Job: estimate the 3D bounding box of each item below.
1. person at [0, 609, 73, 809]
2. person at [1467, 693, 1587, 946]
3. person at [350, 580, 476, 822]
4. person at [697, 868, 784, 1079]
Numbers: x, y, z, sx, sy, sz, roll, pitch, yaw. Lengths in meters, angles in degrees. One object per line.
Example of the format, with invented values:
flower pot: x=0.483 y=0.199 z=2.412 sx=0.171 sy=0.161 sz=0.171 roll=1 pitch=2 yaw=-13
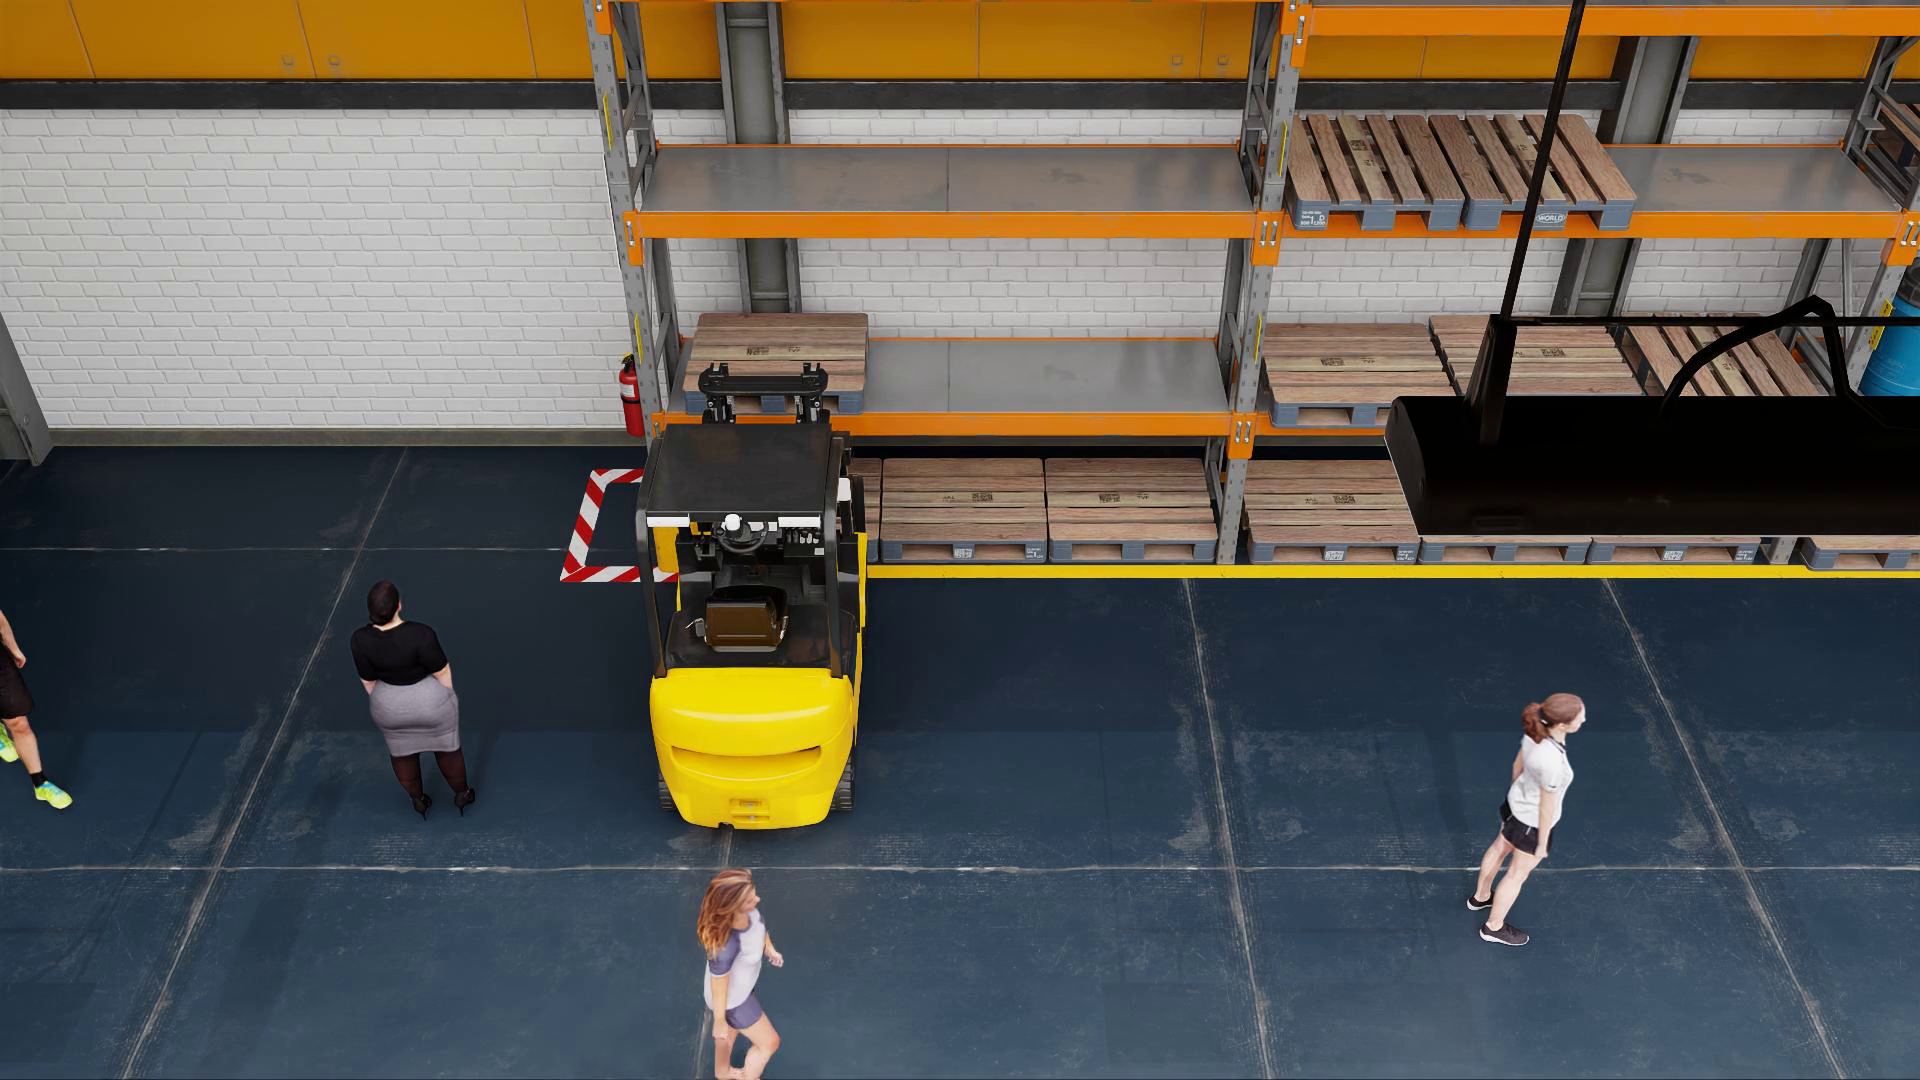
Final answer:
person: x=-5.844 y=0.745 z=9.826 sx=1.281 sy=1.844 sz=1.141 roll=26 pitch=45 yaw=29
person: x=3.063 y=1.483 z=8.978 sx=0.531 sy=1.750 sz=0.577 roll=-2 pitch=39 yaw=-2
person: x=-3.168 y=0.950 z=9.638 sx=0.571 sy=1.760 sz=0.735 roll=-3 pitch=39 yaw=-4
person: x=-1.192 y=2.177 z=8.141 sx=0.603 sy=1.710 sz=0.625 roll=-1 pitch=39 yaw=-1
